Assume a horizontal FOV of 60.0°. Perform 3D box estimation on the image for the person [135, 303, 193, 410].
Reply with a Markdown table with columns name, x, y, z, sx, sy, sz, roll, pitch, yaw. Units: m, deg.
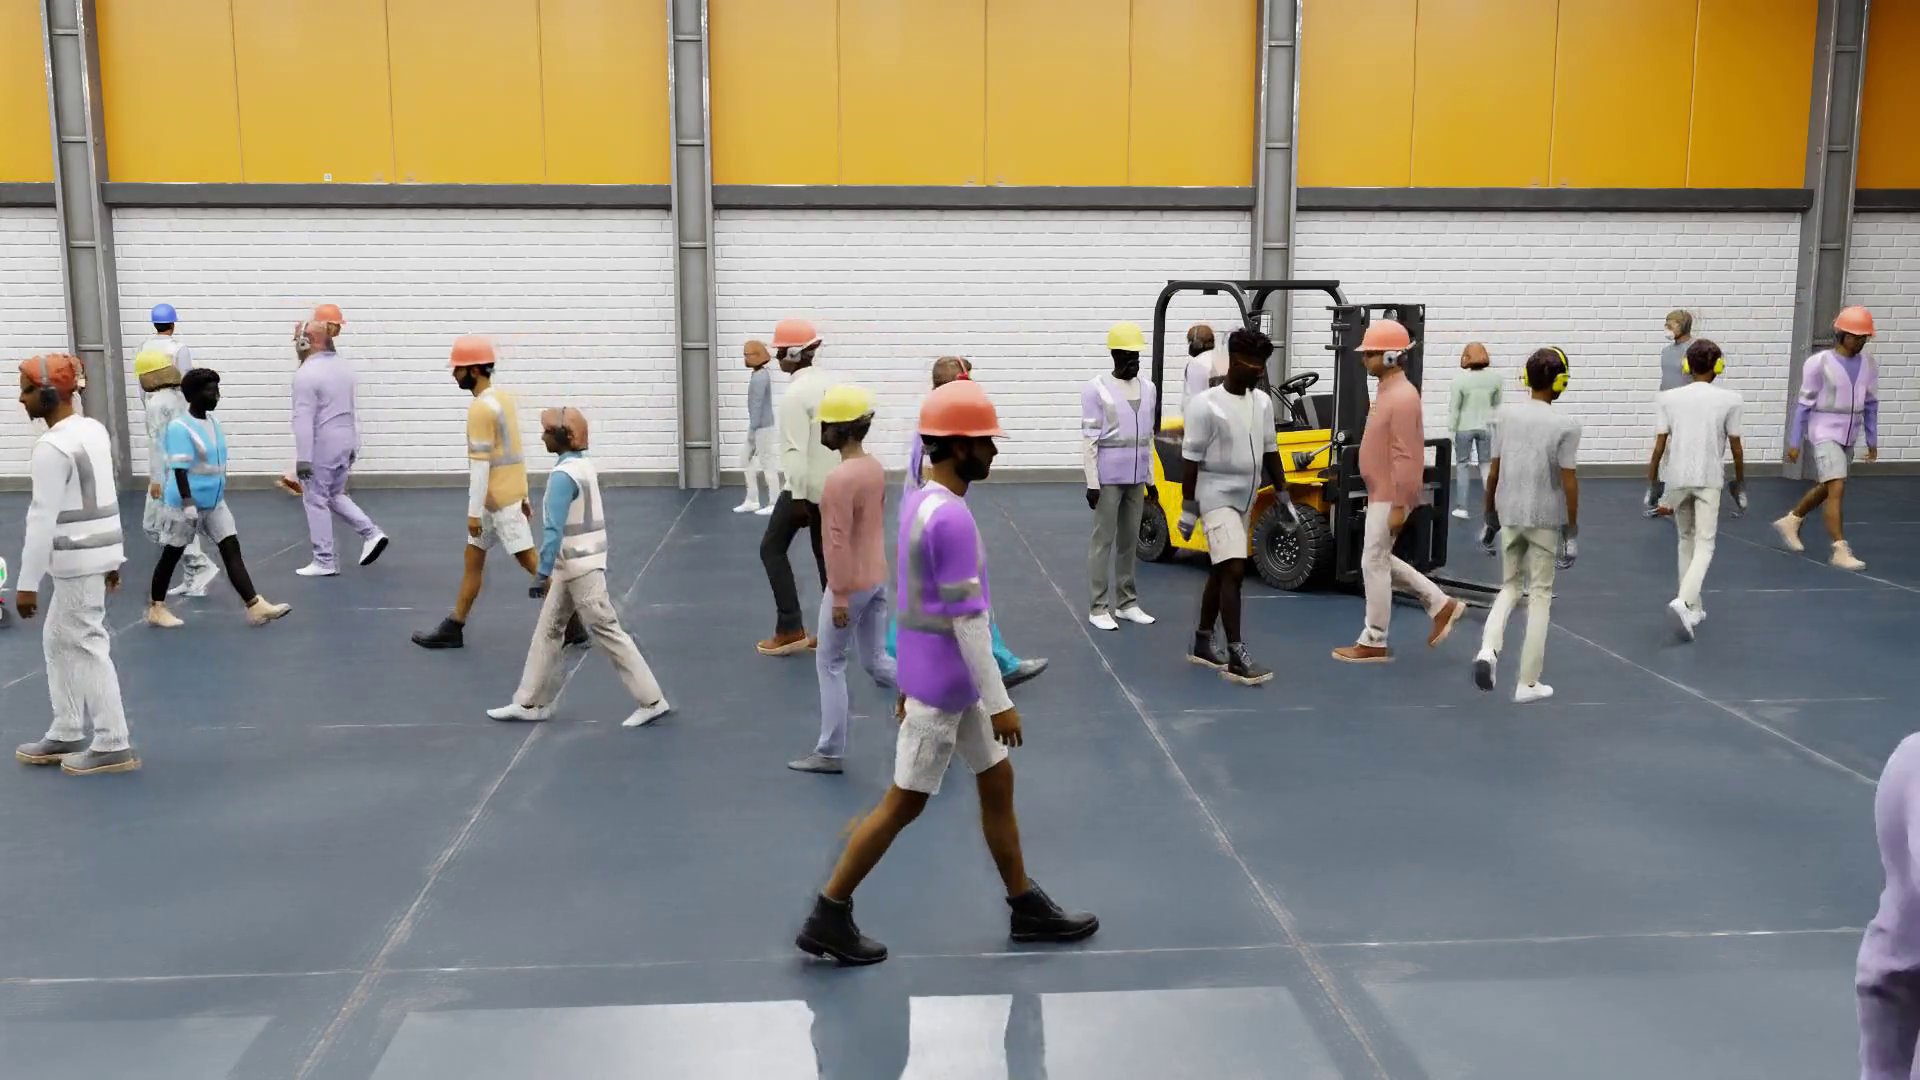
| name | x | y | z | sx | sy | sz | roll | pitch | yaw |
| --- | --- | --- | --- | --- | --- | --- | --- | --- | --- |
| person | -7.434 | -1.245 | 15.655 | 0.609 | 1.951 | 0.377 | 3 | 10 | 18 |

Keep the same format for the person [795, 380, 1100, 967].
| name | x | y | z | sx | sy | sz | roll | pitch | yaw |
| --- | --- | --- | --- | --- | --- | --- | --- | --- | --- |
| person | -0.068 | 0.437 | 5.324 | 1.004 | 1.893 | 0.549 | -1 | 9 | -3 |

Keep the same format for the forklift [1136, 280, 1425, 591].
| name | x | y | z | sx | sy | sz | roll | pitch | yaw |
| --- | --- | --- | --- | --- | --- | --- | --- | --- | --- |
| forklift | 2.301 | -0.860 | 12.475 | 1.214 | 2.155 | 2.313 | -6 | 11 | -35 |

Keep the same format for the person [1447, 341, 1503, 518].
| name | x | y | z | sx | sy | sz | roll | pitch | yaw |
| --- | --- | --- | --- | --- | --- | --- | --- | --- | --- |
| person | 4.654 | -0.981 | 15.008 | 0.517 | 1.617 | 0.546 | -1 | 9 | -4 |

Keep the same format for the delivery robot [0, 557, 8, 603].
| name | x | y | z | sx | sy | sz | roll | pitch | yaw |
| --- | --- | --- | --- | --- | --- | --- | --- | --- | --- |
| delivery robot | -6.328 | 0.252 | 10.333 | 0.707 | 0.478 | 0.477 | -6 | 11 | -34 |

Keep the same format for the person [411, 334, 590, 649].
| name | x | y | z | sx | sy | sz | roll | pitch | yaw |
| --- | --- | --- | --- | --- | --- | --- | --- | --- | --- |
| person | -2.696 | -0.266 | 9.758 | 1.054 | 1.876 | 0.550 | -1 | 9 | -5 |

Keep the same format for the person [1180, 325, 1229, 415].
| name | x | y | z | sx | sy | sz | roll | pitch | yaw |
| --- | --- | --- | --- | --- | --- | --- | --- | --- | --- |
| person | 2.127 | -0.944 | 14.311 | 0.537 | 1.793 | 0.784 | 6 | 11 | 33 |

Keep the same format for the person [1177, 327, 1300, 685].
| name | x | y | z | sx | sy | sz | roll | pitch | yaw |
| --- | --- | --- | --- | --- | --- | --- | --- | --- | --- |
| person | 1.564 | -0.191 | 9.113 | 0.608 | 1.921 | 0.836 | -8 | 12 | -43 |

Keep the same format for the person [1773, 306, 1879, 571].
| name | x | y | z | sx | sy | sz | roll | pitch | yaw |
| --- | --- | --- | --- | --- | --- | --- | --- | --- | --- |
| person | 6.684 | -0.809 | 12.816 | 0.635 | 1.999 | 0.975 | -2 | 9 | -14 |

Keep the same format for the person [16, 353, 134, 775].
| name | x | y | z | sx | sy | sz | roll | pitch | yaw |
| --- | --- | --- | --- | --- | --- | --- | --- | --- | --- |
| person | -4.005 | 0.125 | 7.284 | 0.649 | 1.871 | 0.613 | -2 | 9 | -10 |

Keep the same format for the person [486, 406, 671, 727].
| name | x | y | z | sx | sy | sz | roll | pitch | yaw |
| --- | --- | --- | --- | --- | --- | --- | --- | --- | --- |
| person | -1.852 | 0.139 | 8.117 | 0.902 | 1.595 | 0.508 | -1 | 9 | -7 |

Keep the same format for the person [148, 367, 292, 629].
| name | x | y | z | sx | sy | sz | roll | pitch | yaw |
| --- | --- | --- | --- | --- | --- | --- | --- | --- | --- |
| person | -4.699 | -0.250 | 10.354 | 0.915 | 1.634 | 0.551 | 1 | 9 | 8 |

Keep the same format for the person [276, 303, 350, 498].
| name | x | y | z | sx | sy | sz | roll | pitch | yaw |
| --- | --- | --- | --- | --- | --- | --- | --- | --- | --- |
| person | -6.374 | -1.351 | 16.353 | 0.781 | 1.950 | 0.639 | -1 | 9 | -8 |

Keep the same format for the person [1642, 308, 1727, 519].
| name | x | y | z | sx | sy | sz | roll | pitch | yaw |
| --- | --- | --- | --- | --- | --- | --- | --- | --- | --- |
| person | 6.588 | -1.135 | 15.060 | 0.628 | 1.920 | 0.635 | -2 | 9 | -11 |

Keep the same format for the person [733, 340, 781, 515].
| name | x | y | z | sx | sy | sz | roll | pitch | yaw |
| --- | --- | --- | --- | --- | --- | --- | --- | --- | --- |
| person | -1.914 | -1.028 | 15.321 | 0.592 | 1.607 | 0.537 | -1 | 9 | -5 |

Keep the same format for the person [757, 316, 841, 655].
| name | x | y | z | sx | sy | sz | roll | pitch | yaw |
| --- | --- | --- | --- | --- | --- | --- | --- | --- | --- |
| person | -0.937 | -0.305 | 9.701 | 0.644 | 1.973 | 0.641 | 4 | 10 | 22 |

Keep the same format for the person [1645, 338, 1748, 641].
| name | x | y | z | sx | sy | sz | roll | pitch | yaw |
| --- | --- | --- | --- | --- | --- | --- | --- | --- | --- |
| person | 4.537 | -0.324 | 10.265 | 0.546 | 1.830 | 0.854 | 7 | 12 | 38 |

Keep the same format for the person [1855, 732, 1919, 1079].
| name | x | y | z | sx | sy | sz | roll | pitch | yaw |
| --- | --- | --- | --- | --- | --- | --- | --- | --- | --- |
| person | 1.523 | 0.913 | 2.228 | 0.779 | 1.918 | 0.633 | -4 | 10 | -23 |

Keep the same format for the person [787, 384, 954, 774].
| name | x | y | z | sx | sy | sz | roll | pitch | yaw |
| --- | --- | --- | --- | --- | --- | --- | --- | --- | --- |
| person | -0.386 | 0.193 | 7.282 | 0.721 | 1.751 | 0.535 | 3 | 10 | 20 |

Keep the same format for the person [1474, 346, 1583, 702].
| name | x | y | z | sx | sy | sz | roll | pitch | yaw |
| --- | --- | --- | --- | --- | --- | --- | --- | --- | --- |
| person | 2.926 | -0.070 | 8.586 | 0.468 | 1.852 | 0.553 | -9 | 13 | -44 |

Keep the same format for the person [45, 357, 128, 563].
| name | x | y | z | sx | sy | sz | roll | pitch | yaw |
| --- | --- | --- | --- | --- | --- | --- | --- | --- | --- |
| person | -6.606 | -0.566 | 12.461 | 0.685 | 1.603 | 0.532 | -1 | 9 | -5 |

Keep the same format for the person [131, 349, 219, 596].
| name | x | y | z | sx | sy | sz | roll | pitch | yaw |
| --- | --- | --- | --- | --- | --- | --- | --- | --- | --- |
| person | -5.345 | -0.438 | 11.291 | 0.403 | 1.721 | 0.534 | 0 | 9 | -2 |

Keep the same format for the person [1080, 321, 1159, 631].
| name | x | y | z | sx | sy | sz | roll | pitch | yaw |
| --- | --- | --- | --- | --- | --- | --- | --- | --- | --- |
| person | 1.018 | -0.405 | 10.458 | 0.587 | 1.927 | 0.363 | -7 | 11 | -37 |

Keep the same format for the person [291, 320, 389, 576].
| name | x | y | z | sx | sy | sz | roll | pitch | yaw |
| --- | --- | --- | --- | --- | --- | --- | --- | --- | --- |
| person | -4.616 | -0.669 | 12.236 | 0.553 | 1.886 | 0.683 | 1 | 9 | 7 |

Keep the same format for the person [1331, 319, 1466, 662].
| name | x | y | z | sx | sy | sz | roll | pitch | yaw |
| --- | --- | --- | --- | --- | --- | --- | --- | --- | --- |
| person | 2.522 | -0.265 | 9.451 | 0.673 | 1.974 | 0.612 | 1 | 9 | 5 |

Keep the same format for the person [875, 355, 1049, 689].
| name | x | y | z | sx | sy | sz | roll | pitch | yaw |
| --- | --- | --- | --- | --- | --- | --- | --- | --- | --- |
| person | -0.016 | -0.074 | 8.829 | 0.970 | 1.785 | 0.609 | 0 | 9 | -3 |
